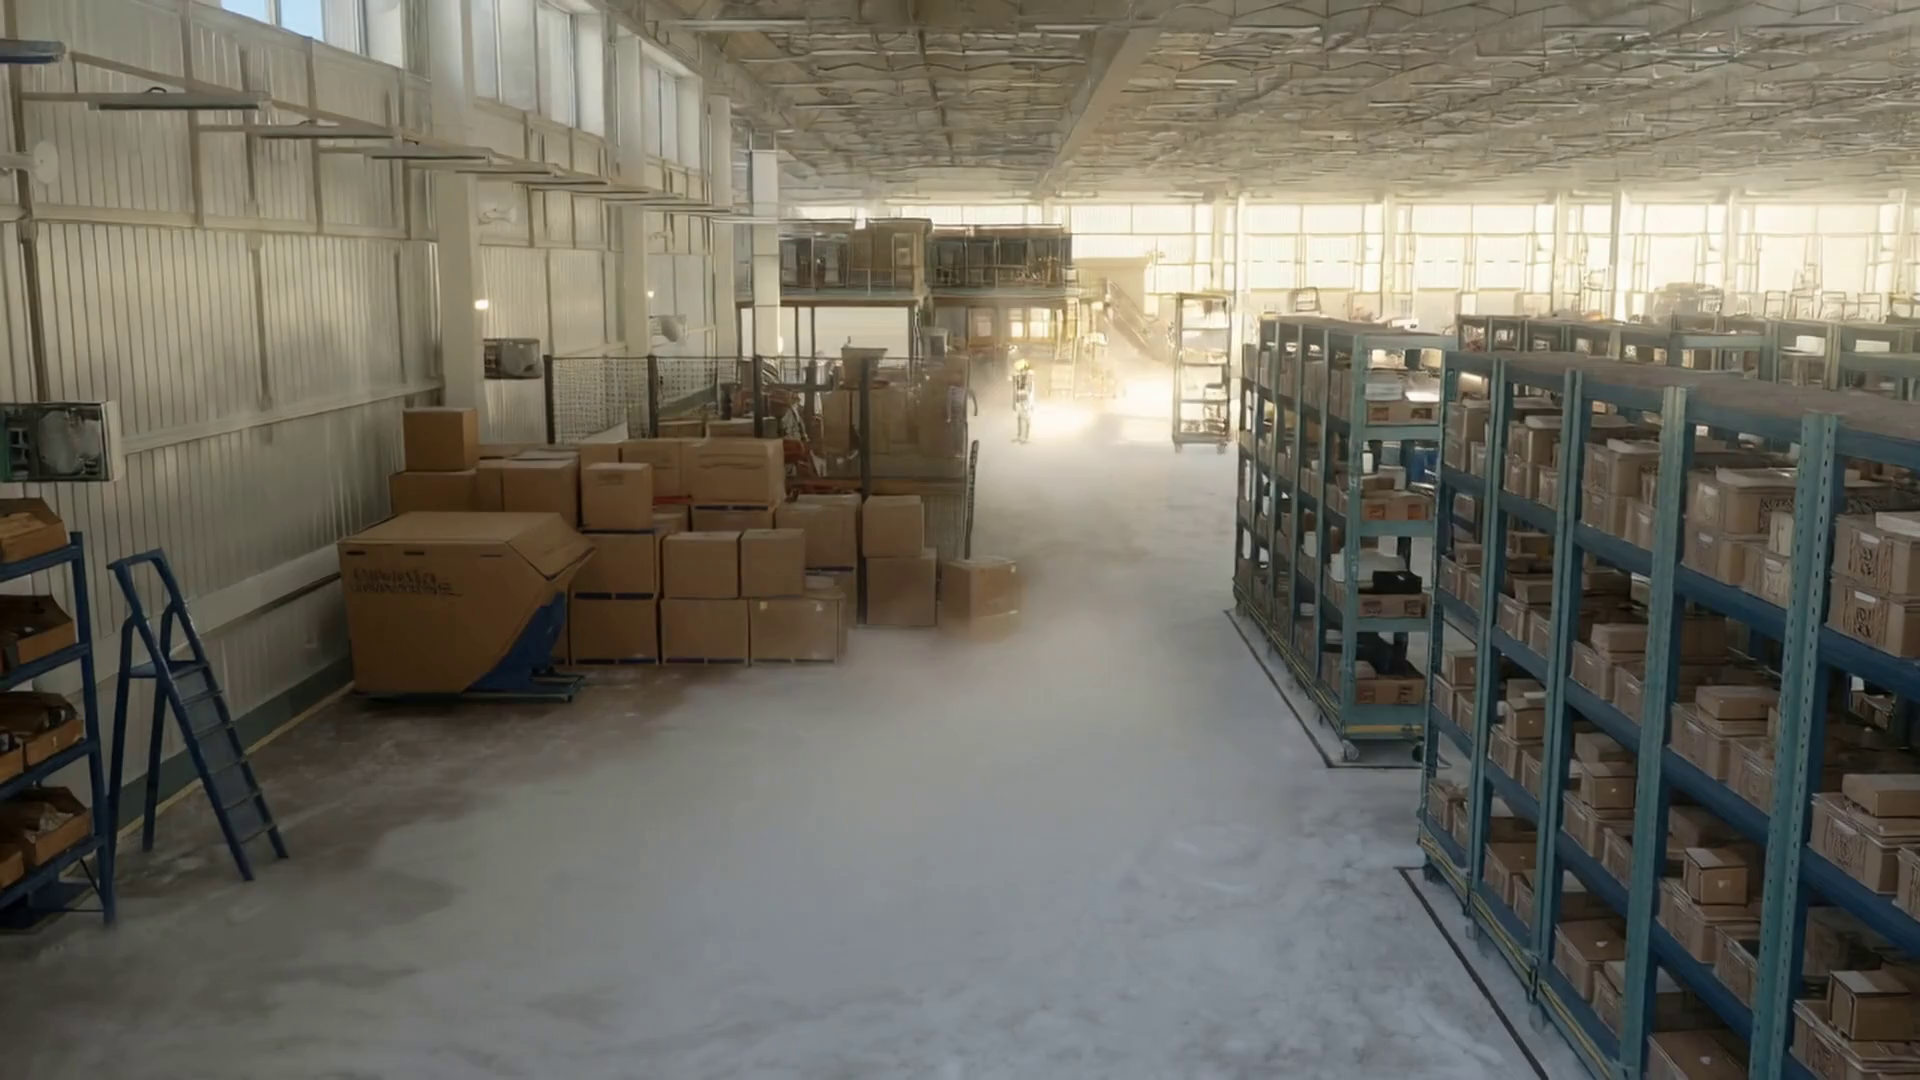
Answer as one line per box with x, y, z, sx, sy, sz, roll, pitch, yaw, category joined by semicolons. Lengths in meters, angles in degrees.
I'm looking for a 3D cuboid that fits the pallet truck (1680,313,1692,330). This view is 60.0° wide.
36.315;-10.531;84.244;0.823;1.965;1.885;-6;11;-33;pallet truck

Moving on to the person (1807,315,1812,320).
41.615;-10.085;81.788;0.733;1.895;0.564;6;11;32;person

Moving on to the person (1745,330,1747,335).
38.032;-9.952;81.158;0.429;1.839;0.634;-7;12;-37;person

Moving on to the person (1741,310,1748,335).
44.243;-12.024;93.750;0.618;1.905;0.643;2;9;10;person

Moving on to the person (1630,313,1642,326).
34.648;-10.670;85.278;0.372;1.940;0.632;-8;12;-42;person

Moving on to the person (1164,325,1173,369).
8.761;-8.075;69.597;0.452;1.832;0.555;-7;11;-35;person

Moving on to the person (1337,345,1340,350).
16.043;-8.367;71.454;0.540;1.823;0.971;2;9;10;person

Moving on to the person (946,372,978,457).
0.088;-2.731;36.484;0.673;1.874;0.833;-5;11;-29;person

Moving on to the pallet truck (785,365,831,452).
-3.774;-2.976;37.635;1.885;1.965;0.823;1;9;5;pallet truck

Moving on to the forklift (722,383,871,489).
-2.893;-1.687;28.729;2.680;1.987;1.157;0;9;-1;forklift

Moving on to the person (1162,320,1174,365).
9.034;-8.545;72.082;0.614;1.964;0.361;-4;10;-21;person

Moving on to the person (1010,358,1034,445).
1.446;-3.269;39.302;0.608;2.044;0.371;7;12;37;person

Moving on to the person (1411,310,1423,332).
24.794;-11.472;90.203;0.610;1.946;0.405;1;9;9;person

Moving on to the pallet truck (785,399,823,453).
-3.814;-2.432;36.419;1.630;1.274;0.653;0;9;1;pallet truck

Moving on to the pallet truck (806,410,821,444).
-3.559;-2.018;33.905;1.522;1.261;0.704;0;9;-1;pallet truck

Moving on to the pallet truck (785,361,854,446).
-3.410;-3.193;38.978;1.885;1.965;0.823;0;9;-1;pallet truck

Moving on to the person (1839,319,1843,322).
40.815;-9.320;77.231;0.603;1.840;0.895;-3;10;-20;person

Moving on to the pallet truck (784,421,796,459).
-4.013;-1.793;32.705;1.601;1.201;0.680;0;9;1;pallet truck

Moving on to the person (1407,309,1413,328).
25.592;-12.173;94.622;0.395;1.920;0.584;5;11;30;person

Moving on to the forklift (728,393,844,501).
-2.979;-1.316;26.476;2.680;1.987;1.157;0;9;1;forklift

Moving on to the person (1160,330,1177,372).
8.514;-7.673;67.406;0.741;1.734;0.520;4;10;21;person
